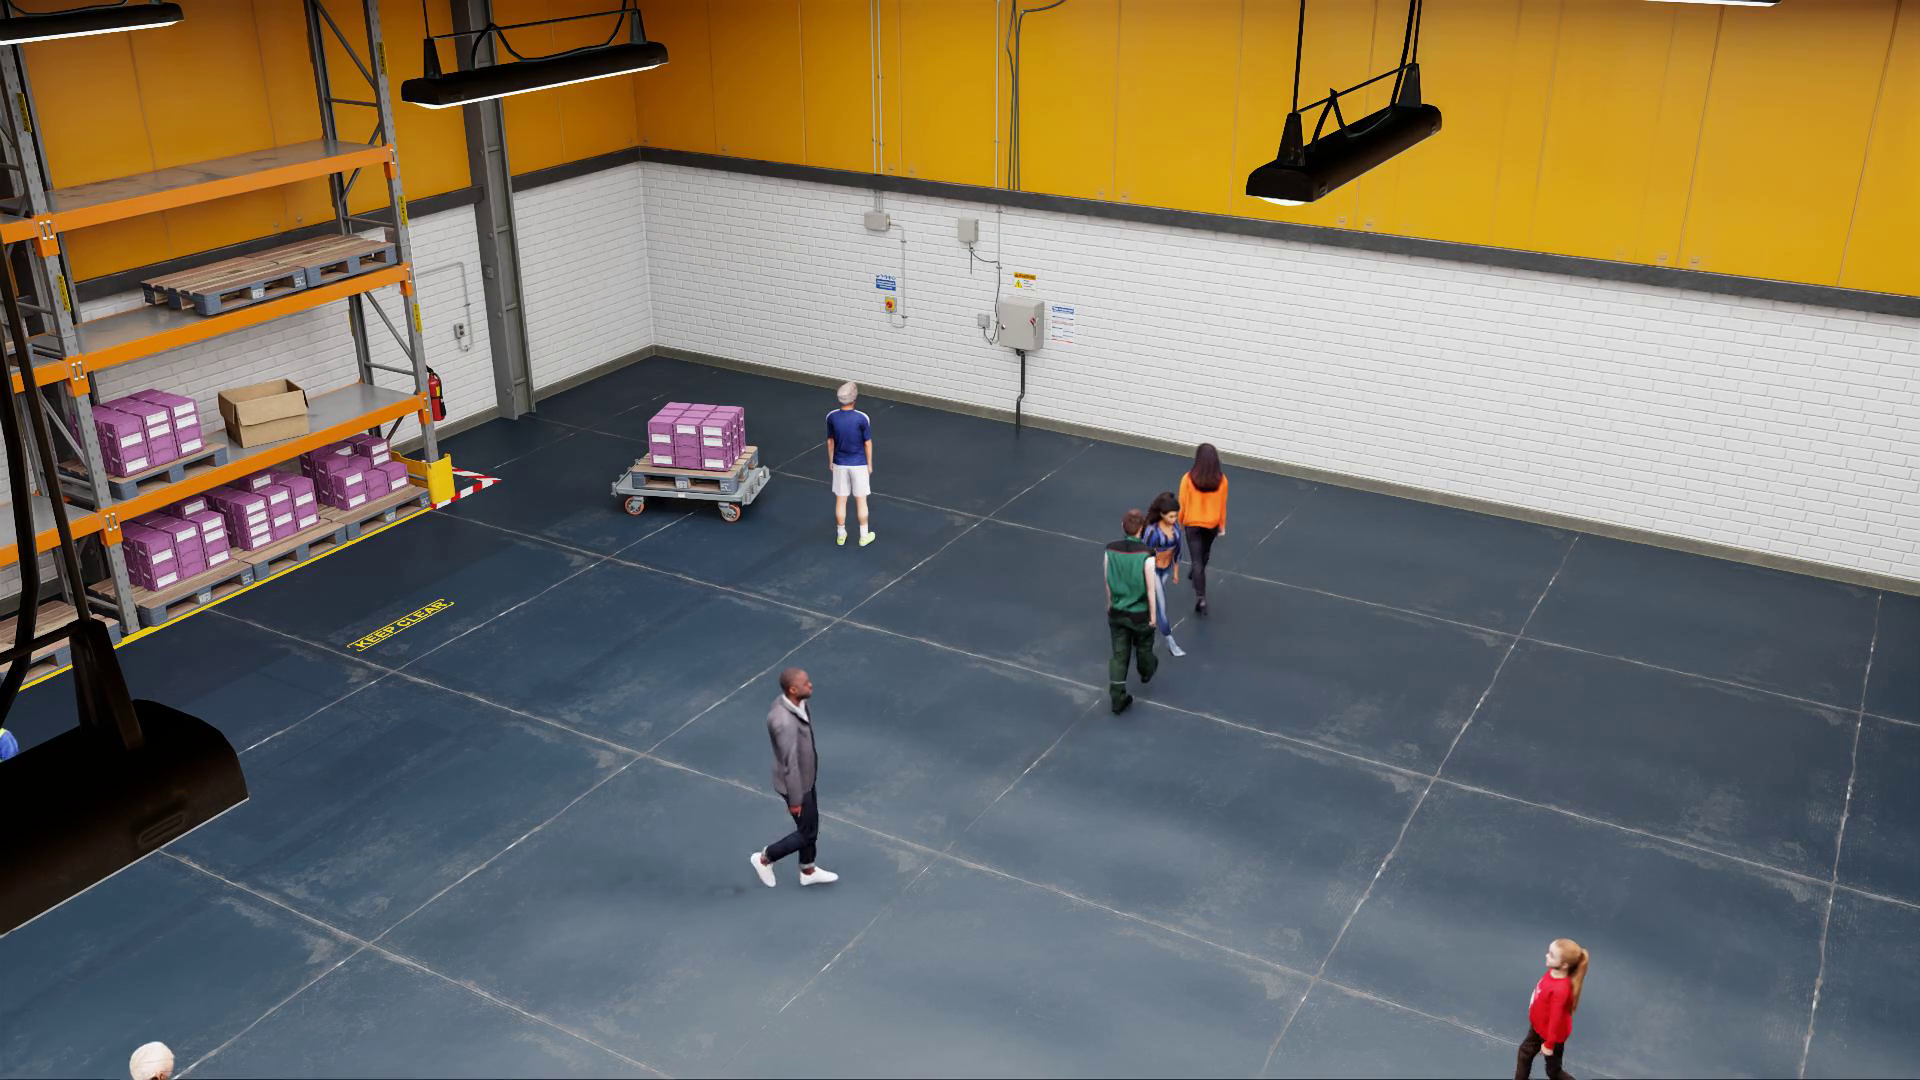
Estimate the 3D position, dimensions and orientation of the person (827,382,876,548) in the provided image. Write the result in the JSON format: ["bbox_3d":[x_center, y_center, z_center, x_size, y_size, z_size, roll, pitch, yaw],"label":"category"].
[{"bbox_3d":[-1.183,-0.823,17.955,0.706,1.839,0.677,4,24,9],"label":"person"}]

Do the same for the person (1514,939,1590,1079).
[{"bbox_3d":[3.612,2.959,10.020,0.736,1.264,0.865,4,24,10],"label":"person"}]

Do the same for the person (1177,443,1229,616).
[{"bbox_3d":[2.405,-0.081,16.433,1.072,1.697,1.203,-3,24,-8],"label":"person"}]

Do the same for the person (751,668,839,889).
[{"bbox_3d":[-1.260,1.759,12.087,1.001,1.806,0.964,1,24,2],"label":"person"}]

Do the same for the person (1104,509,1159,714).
[{"bbox_3d":[1.462,0.671,14.604,0.750,1.785,1.092,13,27,27],"label":"person"}]

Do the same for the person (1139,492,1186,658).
[{"bbox_3d":[1.815,0.292,15.734,1.108,1.575,0.971,-16,28,-32],"label":"person"}]
